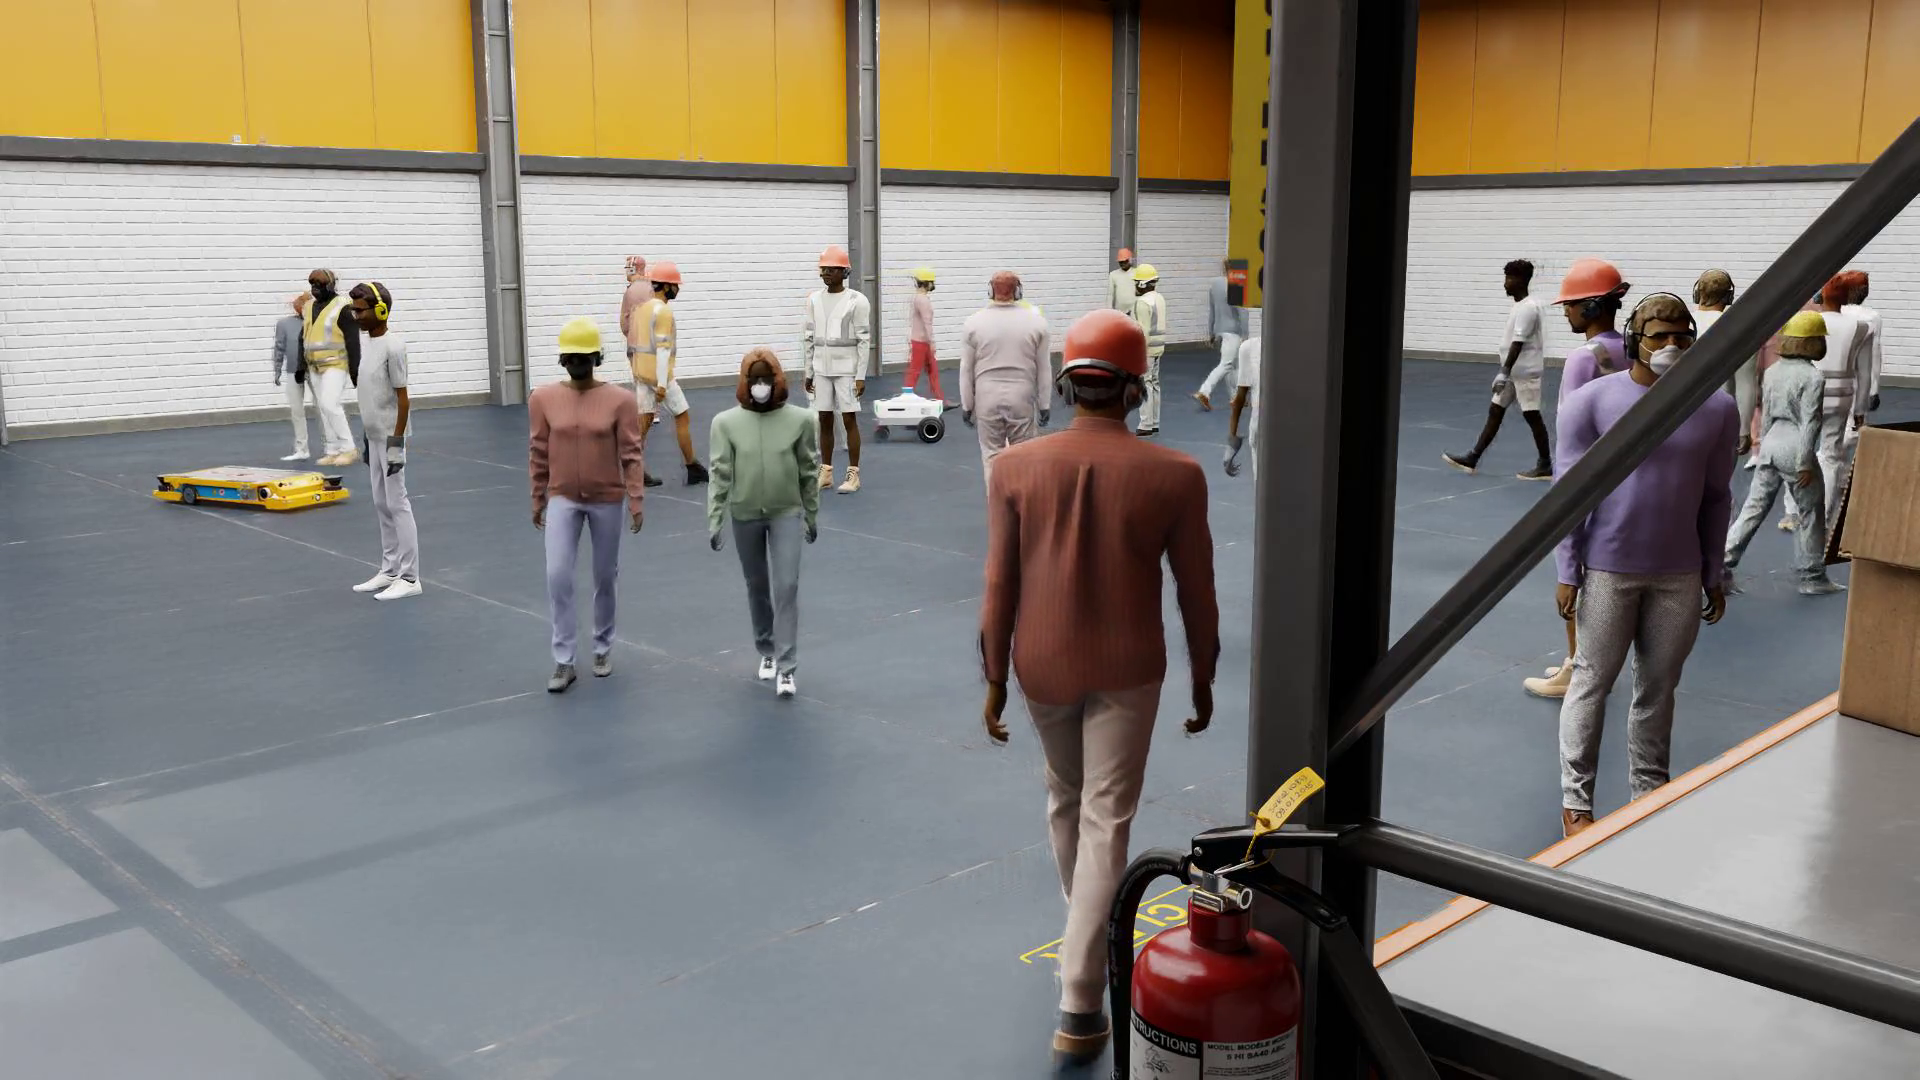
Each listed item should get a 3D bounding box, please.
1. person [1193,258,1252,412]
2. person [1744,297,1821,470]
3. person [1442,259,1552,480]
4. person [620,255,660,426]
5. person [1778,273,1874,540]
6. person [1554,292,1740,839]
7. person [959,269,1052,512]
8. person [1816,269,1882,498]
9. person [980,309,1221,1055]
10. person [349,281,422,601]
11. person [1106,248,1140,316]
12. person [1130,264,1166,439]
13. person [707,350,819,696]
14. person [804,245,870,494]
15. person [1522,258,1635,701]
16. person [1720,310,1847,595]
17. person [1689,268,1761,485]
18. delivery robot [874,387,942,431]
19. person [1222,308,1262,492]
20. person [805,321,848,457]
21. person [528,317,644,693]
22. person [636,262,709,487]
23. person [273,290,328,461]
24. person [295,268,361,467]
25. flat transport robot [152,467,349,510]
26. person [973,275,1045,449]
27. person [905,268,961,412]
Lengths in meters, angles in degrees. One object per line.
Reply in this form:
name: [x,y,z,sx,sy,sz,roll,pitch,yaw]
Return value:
person: [3.220,-2.512,20.236,0.954,1.909,0.642,-6,12,-28]
person: [7.353,-1.533,14.932,0.635,1.885,0.453,0,10,1]
person: [4.771,-1.477,14.532,0.974,1.919,0.610,2,11,9]
person: [-3.599,-2.223,18.633,0.401,1.907,0.648,2,11,9]
person: [6.073,-0.947,11.776,0.622,1.867,0.593,3,11,15]
person: [2.369,0.117,5.788,0.632,1.940,0.372,-1,10,-3]
person: [0.322,-0.994,11.954,0.667,1.891,0.485,0,10,-2]
person: [7.054,-1.232,13.331,0.765,1.865,0.587,-4,11,-20]
person: [0.379,0.346,4.558,0.640,1.941,1.037,3,11,17]
person: [-3.406,-0.580,9.794,0.329,1.865,0.507,-9,13,-39]
person: [2.709,-3.730,26.802,0.679,1.937,0.991,4,11,19]
person: [1.952,-1.987,17.544,0.404,1.830,0.601,5,11,25]
person: [-0.915,-0.073,7.737,0.518,1.591,0.812,-1,10,-4]
person: [-1.035,-1.404,13.783,0.607,2.048,0.370,5,12,27]
person: [2.856,-0.262,7.614,0.607,2.033,0.396,-10,14,-43]
person: [4.864,-0.503,9.816,0.873,1.704,0.496,-3,11,-14]
person: [4.614,-0.712,10.345,0.368,1.932,0.623,-10,14,-43]
delivery robot: [-0.535,-1.341,17.257,0.707,0.478,0.477,0,10,-1]
person: [1.791,-0.529,9.567,0.538,1.849,0.616,5,11,25]
person: [-1.272,-1.621,16.191,0.536,1.586,0.856,4,11,22]
person: [-1.765,-0.165,7.838,0.548,1.740,0.709,-1,10,-6]
person: [-2.454,-1.398,14.136,0.891,1.895,0.562,-7,13,-34]
person: [-6.205,-1.559,15.822,0.598,1.616,0.339,-2,11,-9]
person: [-5.849,-1.586,15.370,0.642,1.827,0.480,7,12,33]
flat transport robot: [-5.684,-0.429,13.312,1.431,0.197,0.652,5,11,24]
person: [0.417,-1.416,14.546,0.652,1.790,0.946,-1,10,-7]
person: [-0.322,-2.361,19.823,0.798,1.733,0.549,-1,10,-7]
